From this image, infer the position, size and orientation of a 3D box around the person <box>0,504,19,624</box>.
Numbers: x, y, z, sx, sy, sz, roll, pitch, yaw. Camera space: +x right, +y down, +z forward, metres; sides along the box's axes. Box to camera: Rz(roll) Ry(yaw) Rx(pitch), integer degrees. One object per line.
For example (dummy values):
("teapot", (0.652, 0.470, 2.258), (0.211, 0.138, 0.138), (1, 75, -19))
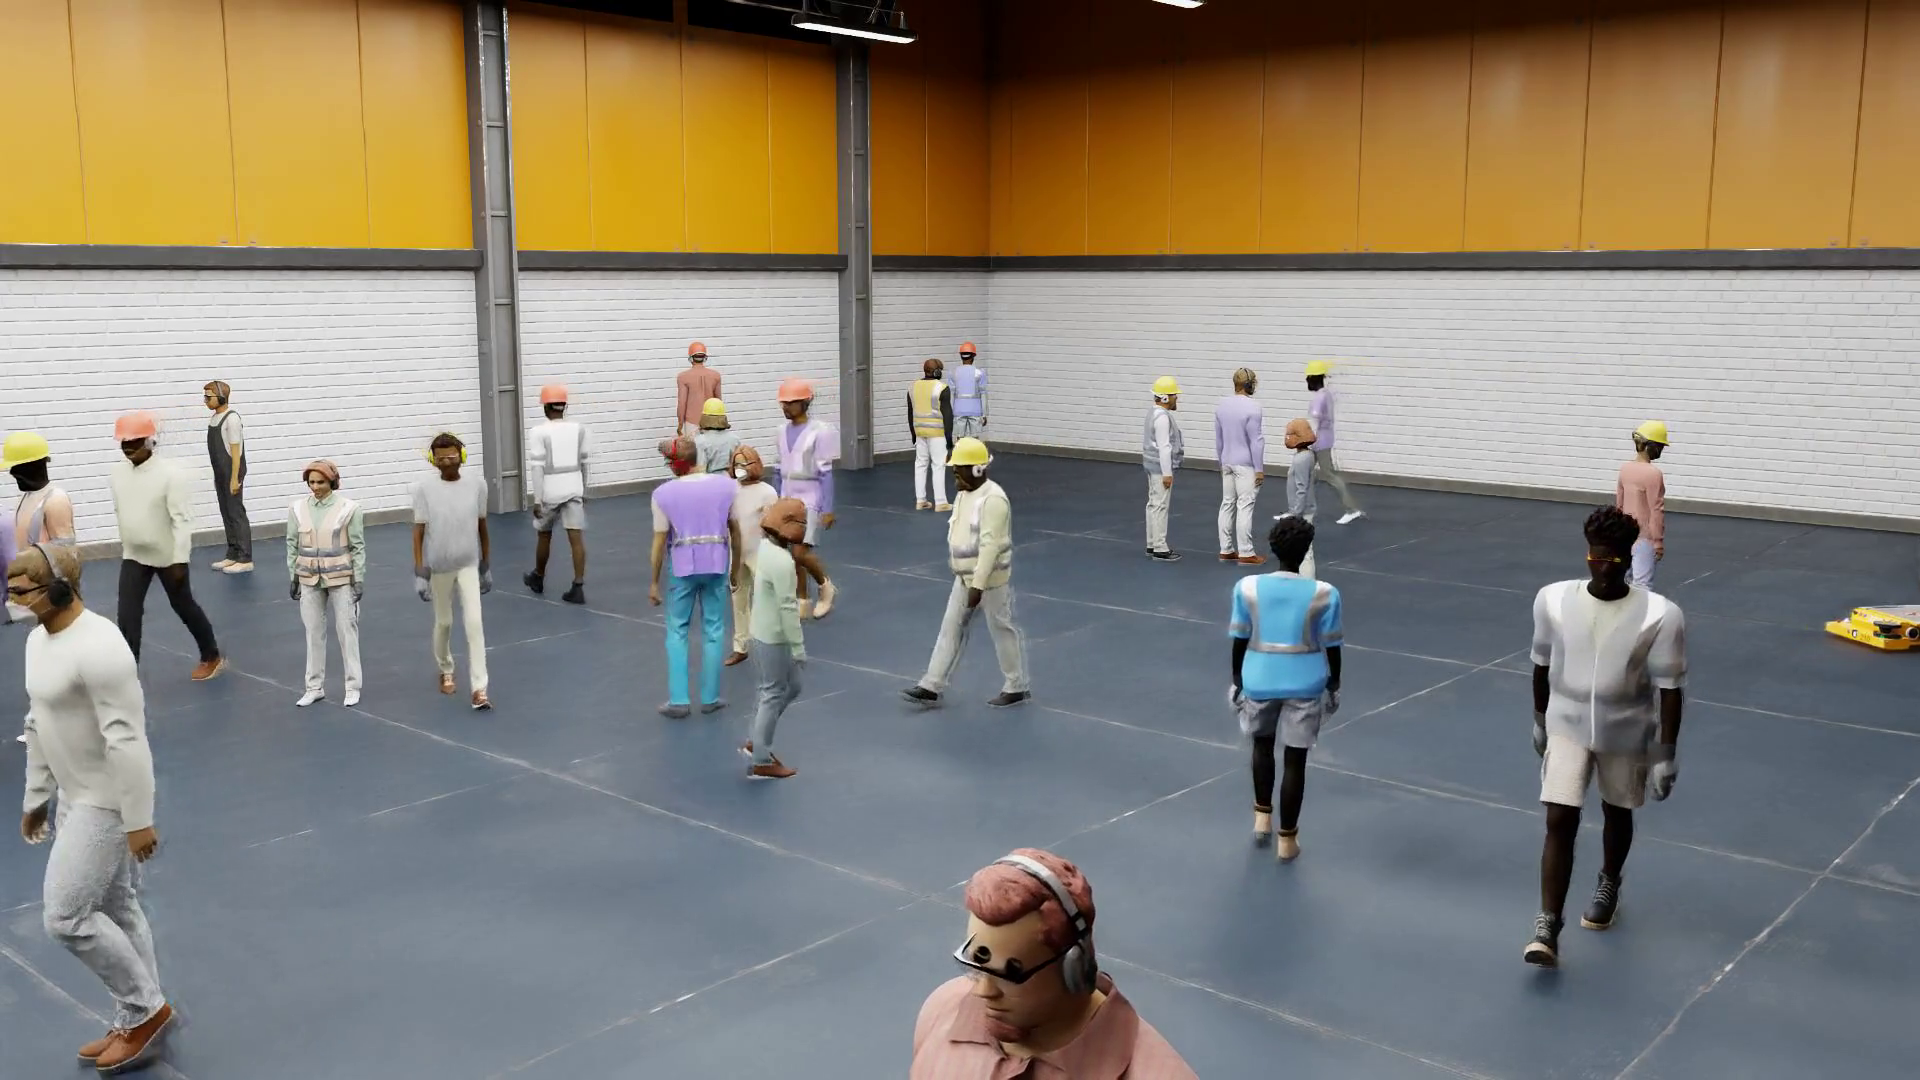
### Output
("person", (-5.770, 0.392, 9.612), (0.661, 1.851, 1.013), (-3, 10, -18))

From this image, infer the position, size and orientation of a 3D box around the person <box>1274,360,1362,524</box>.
("person", (4.143, -1.114, 18.985), (0.981, 1.883, 0.588), (2, 9, 11))

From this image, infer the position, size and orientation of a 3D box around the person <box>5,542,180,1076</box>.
("person", (-3.088, 0.945, 5.906), (0.459, 1.917, 0.660), (-8, 12, -43))

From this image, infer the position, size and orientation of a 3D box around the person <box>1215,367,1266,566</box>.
("person", (2.749, -0.716, 16.271), (0.372, 1.940, 0.627), (-5, 11, -31))

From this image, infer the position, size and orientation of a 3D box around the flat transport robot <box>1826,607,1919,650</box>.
("flat transport robot", (7.566, 0.658, 12.863), (1.431, 0.197, 0.652), (-1, 9, -9))

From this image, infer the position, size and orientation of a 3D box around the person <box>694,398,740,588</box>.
("person", (-2.188, -0.401, 14.906), (0.493, 1.743, 0.295), (-9, 13, -44))

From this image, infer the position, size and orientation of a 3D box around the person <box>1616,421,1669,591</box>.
("person", (5.089, -0.010, 12.406), (0.321, 1.761, 0.522), (-2, 9, -10))

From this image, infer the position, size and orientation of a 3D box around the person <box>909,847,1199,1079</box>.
("person", (0.111, 1.443, 2.838), (0.638, 1.902, 0.407), (8, 12, 40))

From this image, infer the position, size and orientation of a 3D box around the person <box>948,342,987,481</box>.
("person", (0.108, -1.737, 22.720), (0.543, 1.928, 0.372), (1, 9, 7))

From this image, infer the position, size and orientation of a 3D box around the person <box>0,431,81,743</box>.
("person", (-5.466, 0.304, 9.930), (0.585, 1.920, 0.373), (9, 12, 43))

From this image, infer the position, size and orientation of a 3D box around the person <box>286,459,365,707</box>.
("person", (-4.165, 0.282, 10.948), (0.510, 1.639, 0.308), (0, 9, 1))

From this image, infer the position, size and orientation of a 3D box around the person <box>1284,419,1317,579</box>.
("person", (2.865, -0.208, 14.038), (0.281, 1.631, 0.505), (3, 10, 18))

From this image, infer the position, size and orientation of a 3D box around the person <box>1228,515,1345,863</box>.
("person", (1.609, 0.706, 8.153), (0.547, 1.675, 0.572), (3, 10, 20))

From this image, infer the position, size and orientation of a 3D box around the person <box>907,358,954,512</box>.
("person", (-0.328, -1.264, 20.027), (0.634, 1.839, 0.429), (7, 11, 36))

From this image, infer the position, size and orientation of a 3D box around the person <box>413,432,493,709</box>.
("person", (-3.348, 0.190, 10.993), (0.506, 1.814, 0.965), (-4, 10, -24))

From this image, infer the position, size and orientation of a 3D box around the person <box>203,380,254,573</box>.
("person", (-7.005, -0.605, 15.895), (0.505, 1.842, 0.332), (9, 13, 44))

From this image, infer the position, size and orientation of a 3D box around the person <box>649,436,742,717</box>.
("person", (-1.680, 0.243, 10.648), (0.612, 1.818, 0.404), (-4, 10, -23))

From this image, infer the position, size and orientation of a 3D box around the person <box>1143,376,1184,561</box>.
("person", (2.030, -0.713, 16.581), (0.403, 1.835, 0.587), (-1, 9, -5))

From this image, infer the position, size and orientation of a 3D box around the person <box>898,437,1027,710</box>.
("person", (0.042, 0.240, 10.743), (0.898, 1.789, 0.614), (-5, 10, -27))

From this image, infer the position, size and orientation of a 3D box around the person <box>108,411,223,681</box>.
("person", (-5.447, 0.083, 11.298), (0.620, 1.943, 1.062), (2, 9, 10))

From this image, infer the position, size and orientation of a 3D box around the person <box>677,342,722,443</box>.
("person", (-3.317, -1.521, 21.152), (0.622, 1.993, 0.382), (-6, 11, -33))

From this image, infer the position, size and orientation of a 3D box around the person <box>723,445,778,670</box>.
("person", (-1.517, 0.127, 11.977), (0.506, 1.629, 0.286), (5, 10, 30))

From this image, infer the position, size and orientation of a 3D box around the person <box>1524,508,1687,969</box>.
("person", (2.643, 0.801, 6.867), (0.626, 1.889, 1.103), (5, 10, 29))

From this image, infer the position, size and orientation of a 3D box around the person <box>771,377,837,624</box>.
("person", (-1.288, -0.301, 13.395), (0.629, 2.024, 0.453), (8, 12, 41))

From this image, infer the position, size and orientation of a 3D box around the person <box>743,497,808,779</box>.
("person", (-1.016, 0.555, 9.286), (0.367, 1.611, 0.530), (-3, 9, -16))

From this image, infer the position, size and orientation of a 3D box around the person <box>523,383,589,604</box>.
("person", (-3.544, -0.421, 14.552), (0.575, 1.891, 0.949), (-7, 11, -38))
